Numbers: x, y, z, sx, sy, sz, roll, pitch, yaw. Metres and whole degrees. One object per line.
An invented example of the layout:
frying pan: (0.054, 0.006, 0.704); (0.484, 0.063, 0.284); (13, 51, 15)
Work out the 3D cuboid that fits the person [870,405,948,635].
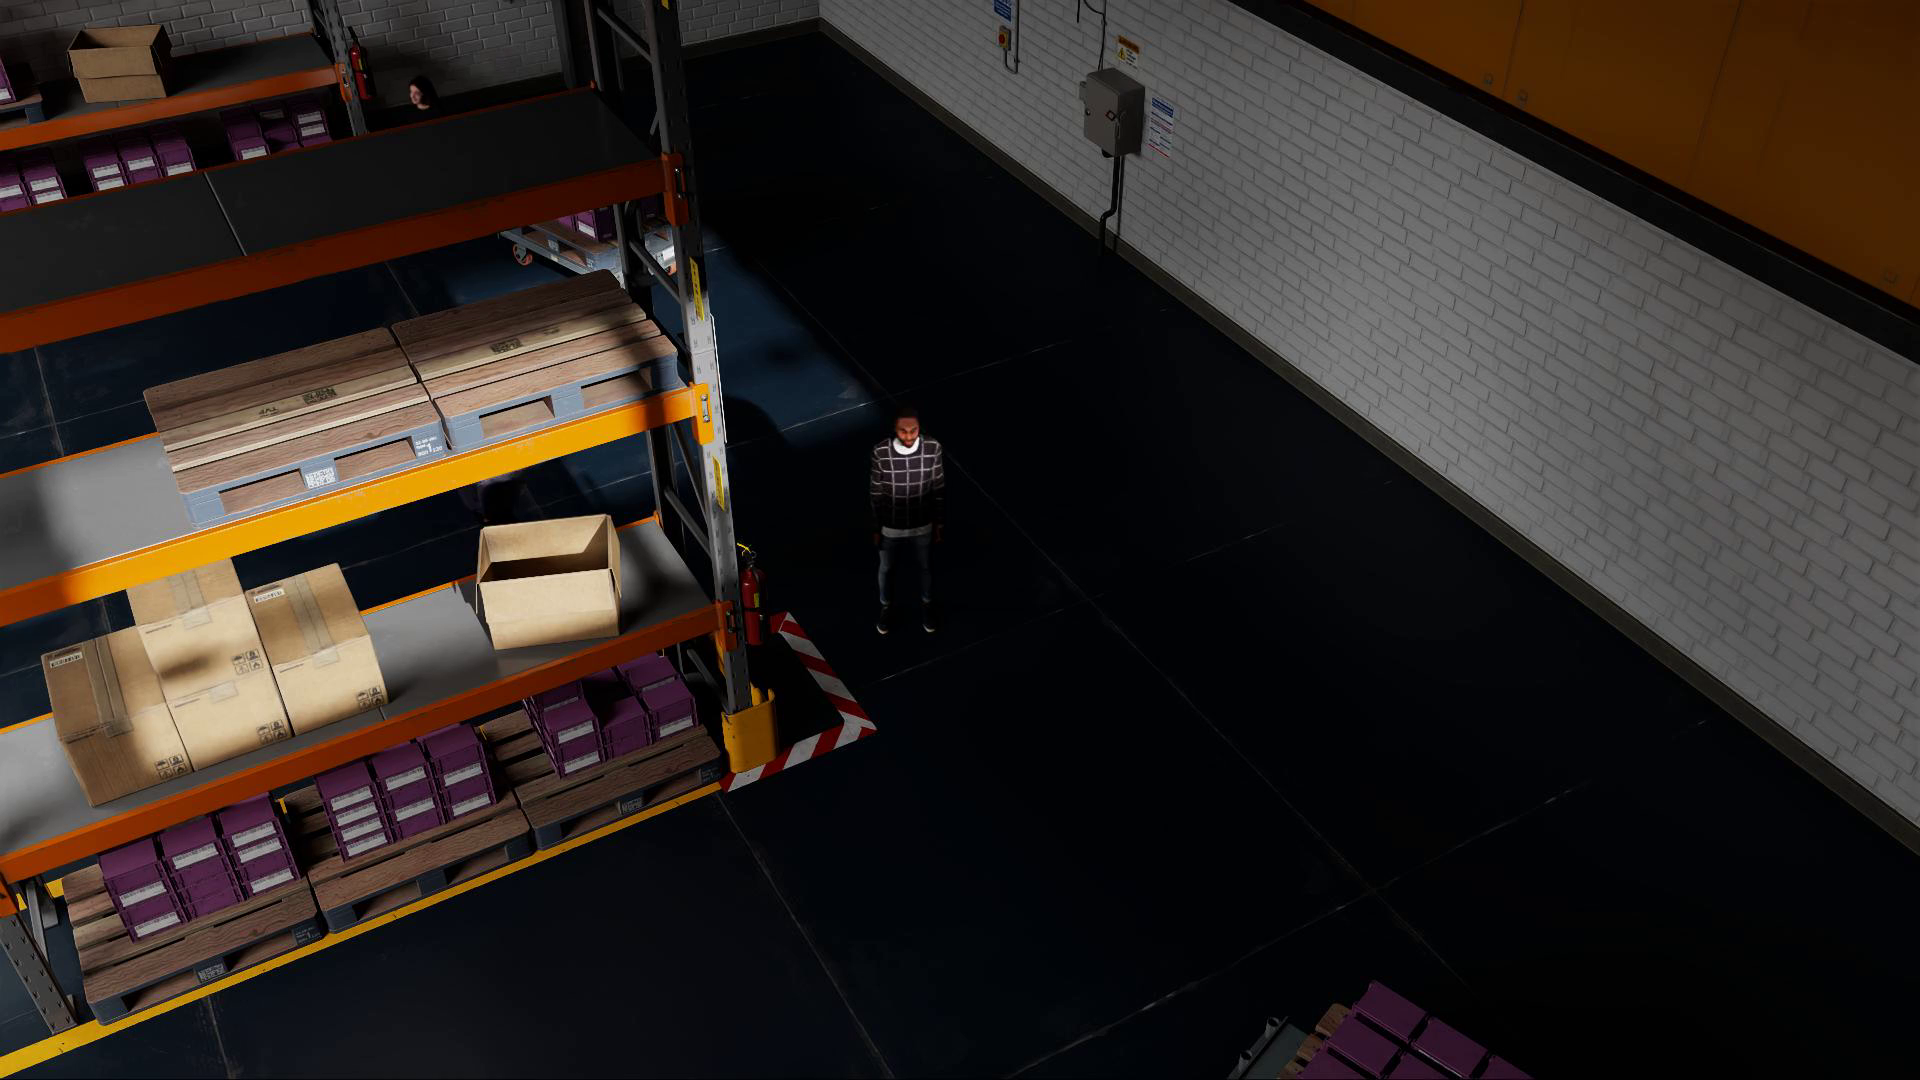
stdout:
person: (-0.354, -0.153, 10.921); (0.672, 1.813, 0.805); (-3, 39, -4)
